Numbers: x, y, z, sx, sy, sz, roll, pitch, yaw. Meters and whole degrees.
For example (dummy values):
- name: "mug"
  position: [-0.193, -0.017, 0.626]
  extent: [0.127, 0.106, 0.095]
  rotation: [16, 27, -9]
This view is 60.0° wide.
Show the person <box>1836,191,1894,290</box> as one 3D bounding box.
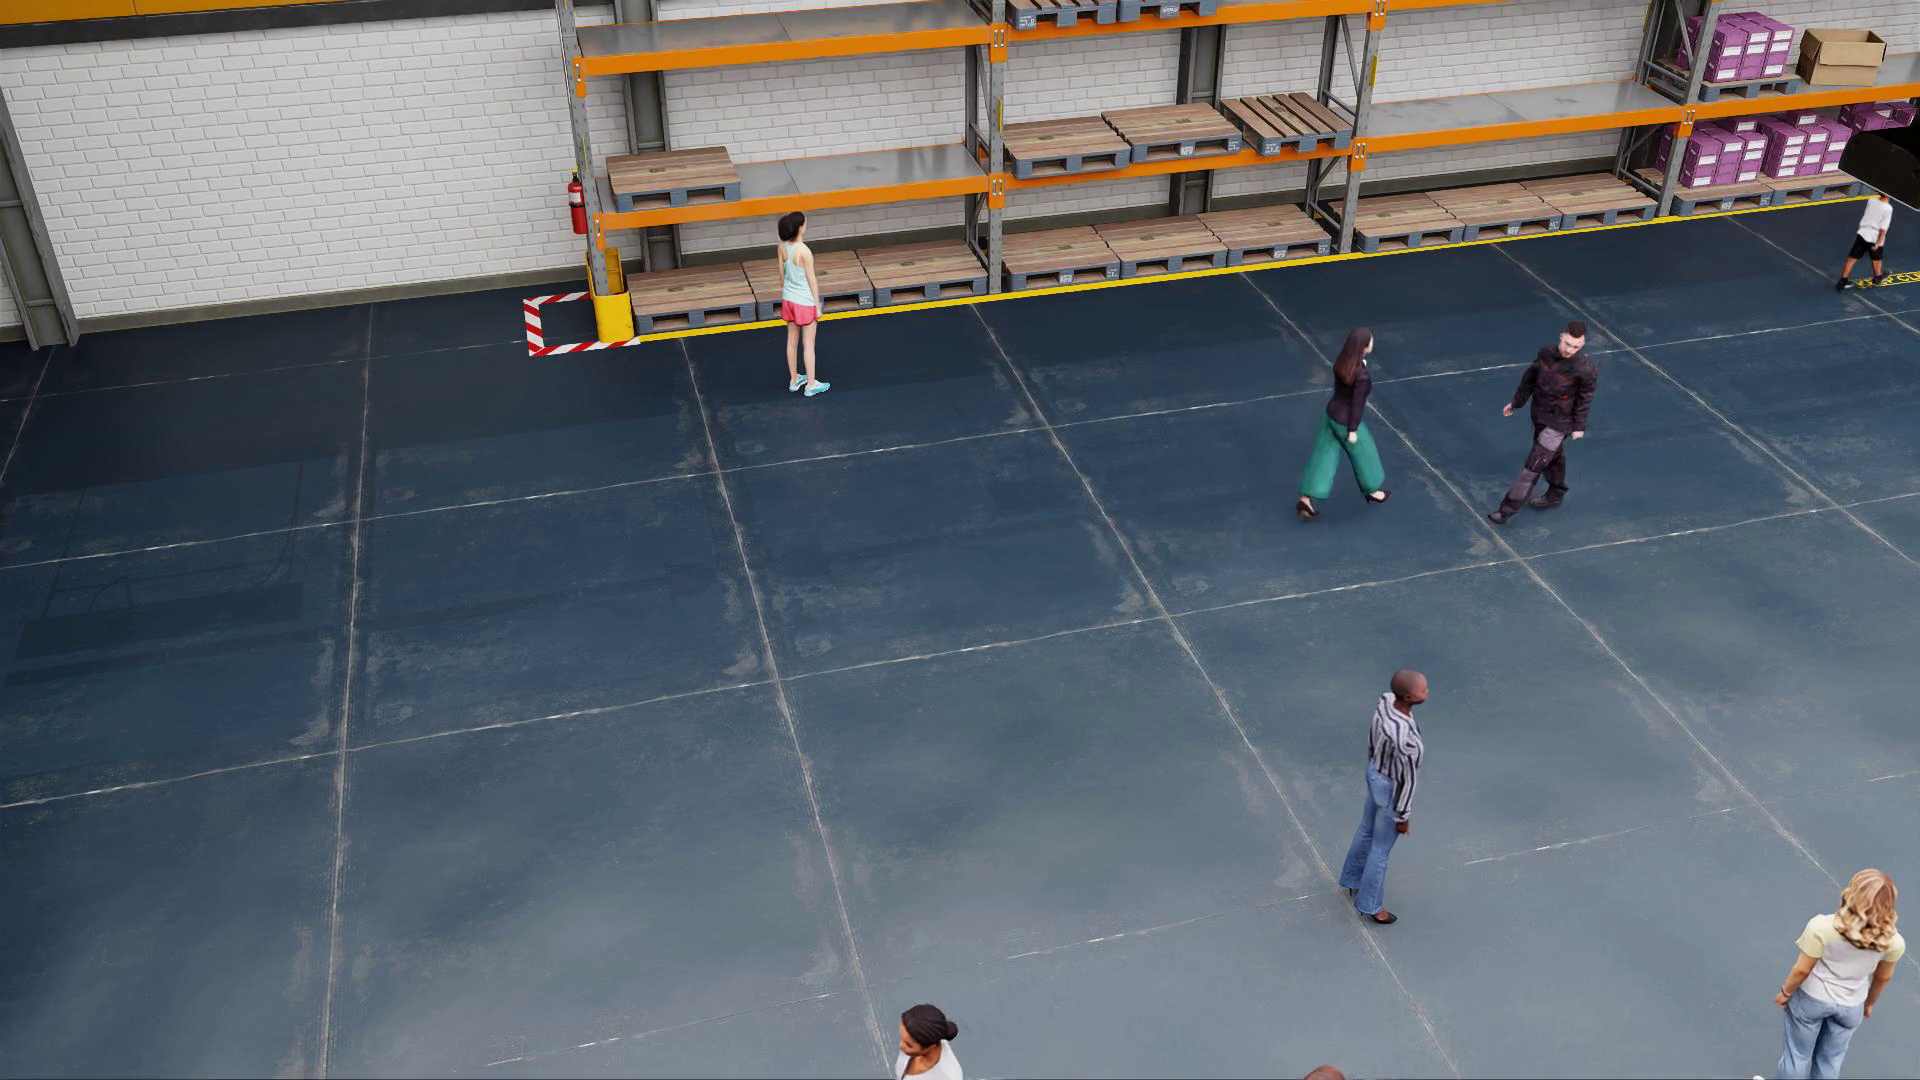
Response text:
- name: "person"
  position: [9.355, -3.148, 17.154]
  extent: [0.872, 1.225, 0.593]
  rotation: [-15, 36, -21]

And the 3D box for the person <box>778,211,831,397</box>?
- name: "person"
  position: [-1.460, -2.165, 15.183]
  extent: [0.700, 1.770, 0.745]
  rotation: [23, 40, 31]

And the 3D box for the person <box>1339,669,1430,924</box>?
- name: "person"
  position: [2.486, 1.472, 9.688]
  extent: [0.582, 1.795, 0.663]
  rotation: [-3, 34, -5]

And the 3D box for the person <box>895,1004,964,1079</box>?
- name: "person"
  position: [-0.031, 2.750, 7.856]
  extent: [1.138, 1.696, 0.801]
  rotation: [-14, 36, -20]

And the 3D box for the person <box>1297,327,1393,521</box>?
- name: "person"
  position: [2.999, -0.880, 13.323]
  extent: [1.114, 1.690, 0.723]
  rotation: [-13, 36, -19]

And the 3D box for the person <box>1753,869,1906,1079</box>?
- name: "person"
  position: [4.418, 2.337, 8.453]
  extent: [0.626, 1.723, 0.764]
  rotation: [5, 34, 8]

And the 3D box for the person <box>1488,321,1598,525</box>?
- name: "person"
  position: [4.840, -0.988, 13.380]
  extent: [1.164, 1.806, 0.828]
  rotation: [-12, 35, -17]
